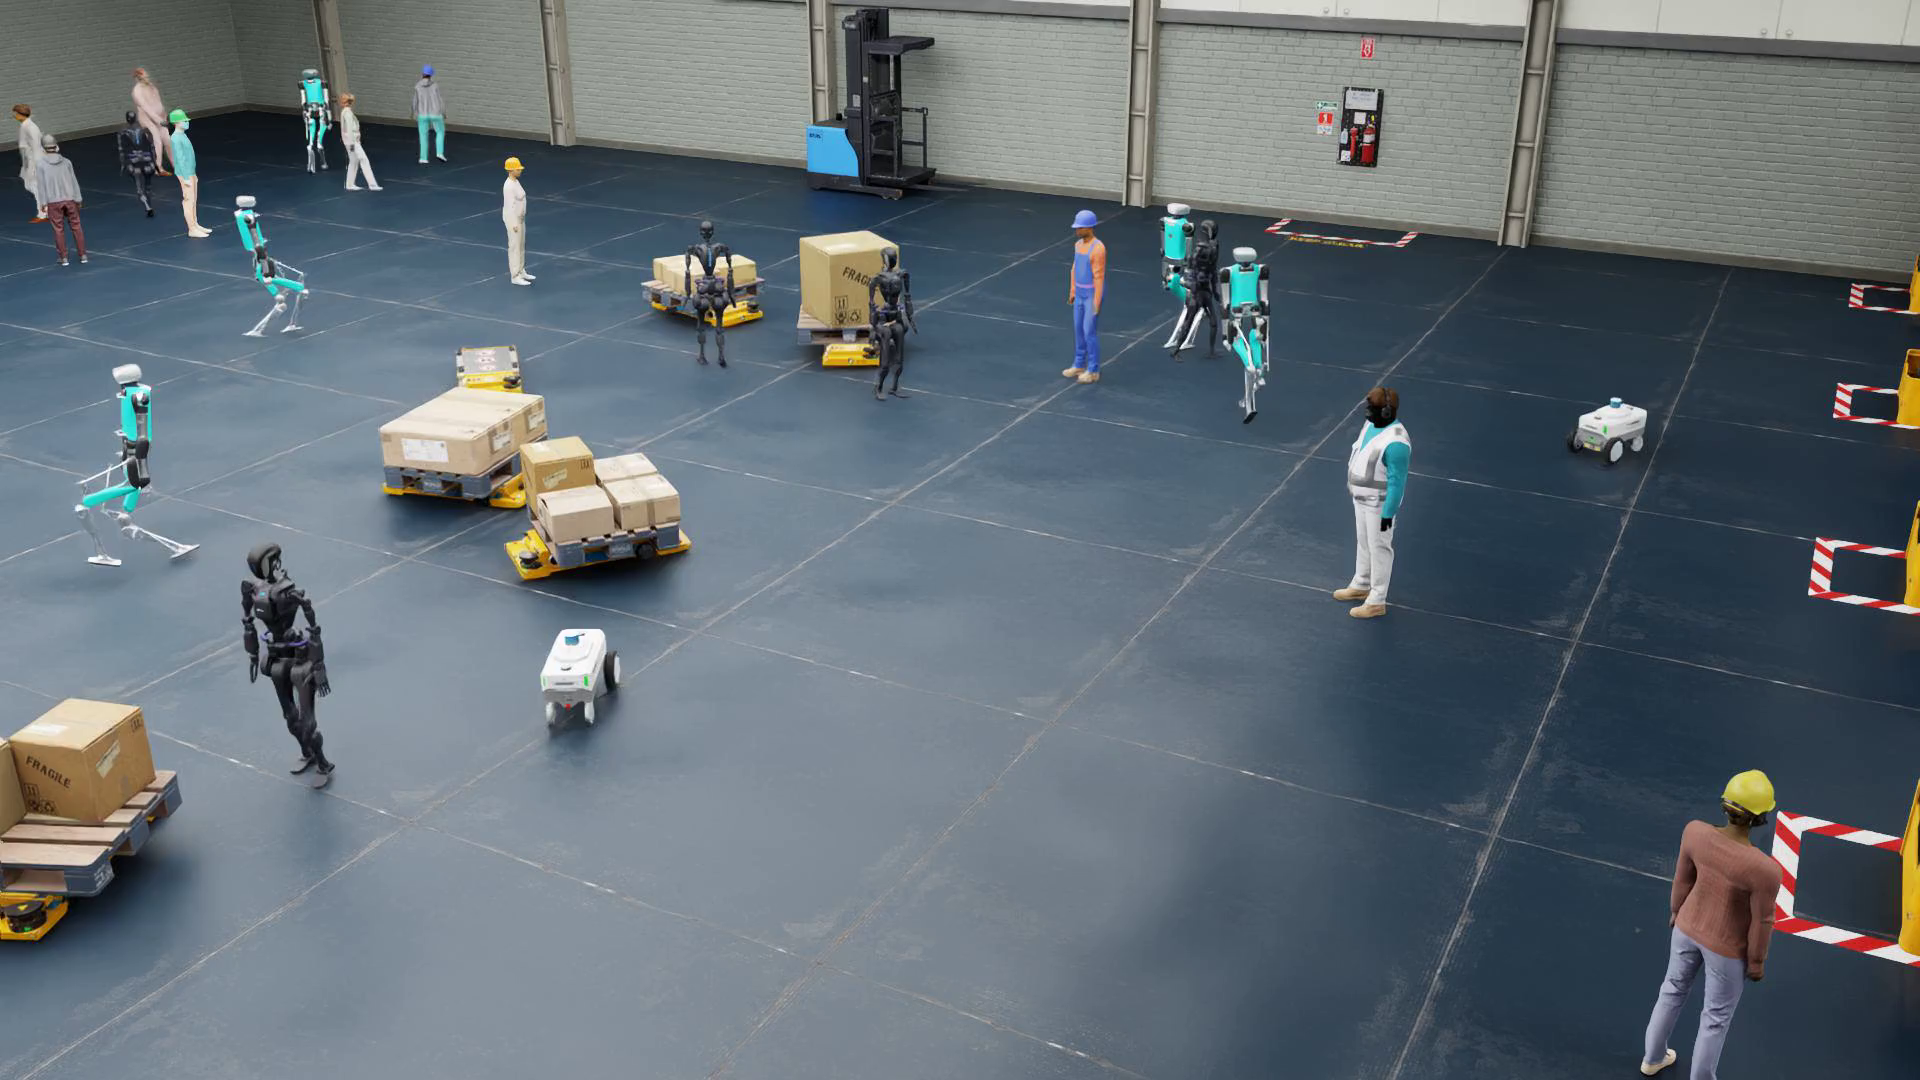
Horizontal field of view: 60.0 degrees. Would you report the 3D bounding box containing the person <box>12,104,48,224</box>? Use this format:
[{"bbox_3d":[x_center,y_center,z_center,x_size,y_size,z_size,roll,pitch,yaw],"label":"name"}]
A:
[{"bbox_3d":[-14.352,-5.851,25.820,0.534,1.821,0.523,-20,31,-39],"label":"person"}]

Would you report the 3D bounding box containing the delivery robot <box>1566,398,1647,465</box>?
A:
[{"bbox_3d":[6.398,-1.105,16.342,0.756,0.571,0.499,-16,28,-32],"label":"delivery robot"}]

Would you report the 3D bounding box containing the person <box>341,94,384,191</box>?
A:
[{"bbox_3d":[-10.157,-6.696,28.055,0.624,1.604,0.553,-11,26,-24],"label":"person"}]

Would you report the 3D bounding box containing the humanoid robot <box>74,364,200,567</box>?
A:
[{"bbox_3d":[-6.926,-0.523,13.591,1.062,1.757,0.565,-15,27,-31],"label":"humanoid robot"}]

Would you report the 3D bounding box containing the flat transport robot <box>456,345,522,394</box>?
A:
[{"bbox_3d":[-5.263,-1.882,18.545,0.659,0.231,1.431,-7,24,-16],"label":"flat transport robot"}]

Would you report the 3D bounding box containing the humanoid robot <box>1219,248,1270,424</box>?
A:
[{"bbox_3d":[3.019,-2.046,17.138,0.556,1.776,1.034,-3,23,-8],"label":"humanoid robot"}]

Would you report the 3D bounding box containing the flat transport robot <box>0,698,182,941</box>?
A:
[{"bbox_3d":[-5.381,1.862,9.829,0.659,0.231,1.431,1,23,3],"label":"flat transport robot"}]

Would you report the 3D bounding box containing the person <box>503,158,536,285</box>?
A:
[{"bbox_3d":[-5.948,-4.279,22.324,0.336,1.693,0.480,-1,23,-2],"label":"person"}]

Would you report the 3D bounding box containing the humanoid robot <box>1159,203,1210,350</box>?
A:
[{"bbox_3d":[2.676,-3.093,19.421,0.705,1.725,0.532,-16,28,-32],"label":"humanoid robot"}]

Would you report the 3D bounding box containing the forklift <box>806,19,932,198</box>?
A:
[{"bbox_3d":[-1.573,-7.292,27.850,1.873,2.768,1.129,12,26,25],"label":"forklift"}]

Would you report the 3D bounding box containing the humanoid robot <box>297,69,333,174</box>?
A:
[{"bbox_3d":[-11.493,-7.365,29.582,0.549,1.891,0.798,0,23,0],"label":"humanoid robot"}]

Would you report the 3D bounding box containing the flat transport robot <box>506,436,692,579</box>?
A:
[{"bbox_3d":[-3.050,0.032,14.089,1.431,0.231,0.659,-11,26,-24],"label":"flat transport robot"}]

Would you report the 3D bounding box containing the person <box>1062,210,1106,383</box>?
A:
[{"bbox_3d":[1.399,-2.694,18.378,0.400,1.906,0.565,-15,27,-31],"label":"person"}]

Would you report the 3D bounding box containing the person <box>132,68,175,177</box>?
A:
[{"bbox_3d":[-14.101,-7.341,29.224,0.505,1.871,0.692,2,23,5],"label":"person"}]

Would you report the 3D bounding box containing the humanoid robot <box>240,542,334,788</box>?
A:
[{"bbox_3d":[-4.282,0.761,10.606,0.604,1.641,0.369,7,24,16],"label":"humanoid robot"}]

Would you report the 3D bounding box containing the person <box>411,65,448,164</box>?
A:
[{"bbox_3d":[-9.700,-7.735,30.289,0.651,1.755,0.409,-5,24,-13],"label":"person"}]

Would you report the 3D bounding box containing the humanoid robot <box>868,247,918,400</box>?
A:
[{"bbox_3d":[-0.732,-2.327,17.797,0.614,1.654,0.312,-18,29,-36],"label":"humanoid robot"}]

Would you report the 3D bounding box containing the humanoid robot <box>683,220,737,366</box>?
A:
[{"bbox_3d":[-2.851,-2.807,18.912,0.613,1.648,0.379,-8,24,-18],"label":"humanoid robot"}]

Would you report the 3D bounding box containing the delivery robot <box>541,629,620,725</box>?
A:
[{"bbox_3d":[-2.699,0.919,11.686,0.499,0.614,0.815,-1,23,-1],"label":"delivery robot"}]

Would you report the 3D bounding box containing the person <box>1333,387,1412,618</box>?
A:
[{"bbox_3d":[3.201,-0.297,12.862,0.431,1.844,0.623,-3,23,-7],"label":"person"}]

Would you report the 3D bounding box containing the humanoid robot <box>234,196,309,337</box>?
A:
[{"bbox_3d":[-8.209,-3.248,19.864,0.935,1.758,0.544,-16,28,-32],"label":"humanoid robot"}]

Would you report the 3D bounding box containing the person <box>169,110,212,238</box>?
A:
[{"bbox_3d":[-11.556,-5.483,24.895,0.351,1.875,0.508,-5,24,-12],"label":"person"}]

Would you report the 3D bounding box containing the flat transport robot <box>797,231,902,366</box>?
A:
[{"bbox_3d":[-1.285,-2.349,19.631,0.659,0.231,1.431,-1,23,-2],"label":"flat transport robot"}]

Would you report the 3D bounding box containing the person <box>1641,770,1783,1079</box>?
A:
[{"bbox_3d":[3.599,1.881,7.903,0.344,1.761,0.522,-12,26,-26],"label":"person"}]

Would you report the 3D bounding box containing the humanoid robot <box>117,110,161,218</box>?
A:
[{"bbox_3d":[-12.938,-5.931,26.253,0.590,1.654,0.738,-19,29,-37],"label":"humanoid robot"}]

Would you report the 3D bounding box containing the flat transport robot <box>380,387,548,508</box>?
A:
[{"bbox_3d":[-4.560,-0.559,15.463,1.431,0.231,0.659,7,24,15],"label":"flat transport robot"}]

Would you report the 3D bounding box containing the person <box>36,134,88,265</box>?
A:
[{"bbox_3d":[-12.623,-4.778,23.341,0.550,1.806,0.381,-20,30,-39],"label":"person"}]

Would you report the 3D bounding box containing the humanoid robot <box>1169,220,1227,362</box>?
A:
[{"bbox_3d":[2.769,-2.862,19.055,0.615,1.636,0.596,15,28,31],"label":"humanoid robot"}]

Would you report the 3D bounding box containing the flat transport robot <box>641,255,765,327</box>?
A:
[{"bbox_3d":[-3.223,-2.971,21.079,1.431,0.231,0.659,20,30,39],"label":"flat transport robot"}]
